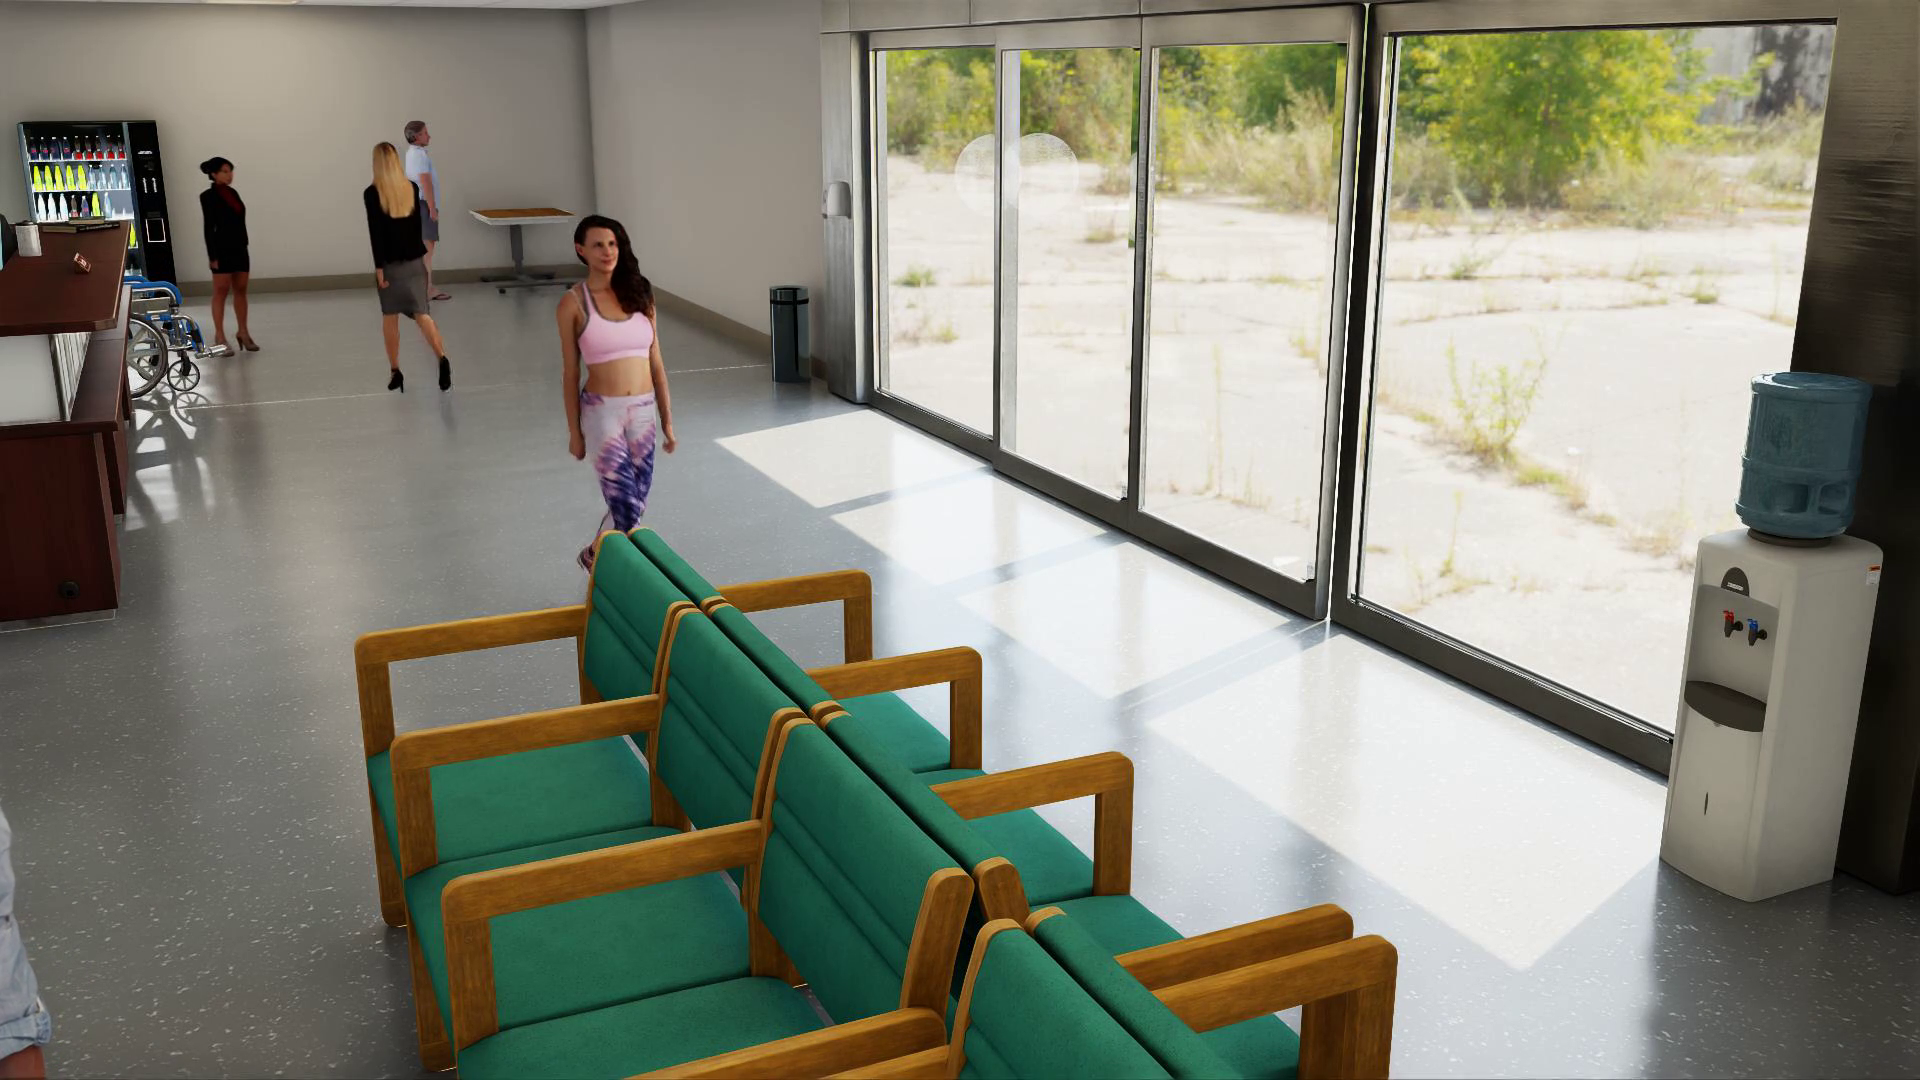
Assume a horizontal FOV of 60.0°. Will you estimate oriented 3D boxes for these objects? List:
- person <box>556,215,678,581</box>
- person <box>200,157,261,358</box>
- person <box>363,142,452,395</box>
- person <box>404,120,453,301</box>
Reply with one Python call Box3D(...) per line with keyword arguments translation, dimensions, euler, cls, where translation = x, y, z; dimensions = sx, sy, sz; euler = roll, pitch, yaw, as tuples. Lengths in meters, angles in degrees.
Box3D(translation=(-1.461, -0.467, 6.984), dimensions=(1.149, 1.737, 0.826), euler=(-12, 20, -37), cls="person")
Box3D(translation=(-6.123, -2.366, 13.908), dimensions=(0.748, 1.635, 0.688), euler=(6, 17, 20), cls="person")
Box3D(translation=(-3.930, -1.885, 11.879), dimensions=(1.139, 1.809, 0.877), euler=(-13, 21, -39), cls="person")
Box3D(translation=(-5.622, -3.453, 17.400), dimensions=(0.560, 1.832, 0.668), euler=(-8, 18, -27), cls="person")
